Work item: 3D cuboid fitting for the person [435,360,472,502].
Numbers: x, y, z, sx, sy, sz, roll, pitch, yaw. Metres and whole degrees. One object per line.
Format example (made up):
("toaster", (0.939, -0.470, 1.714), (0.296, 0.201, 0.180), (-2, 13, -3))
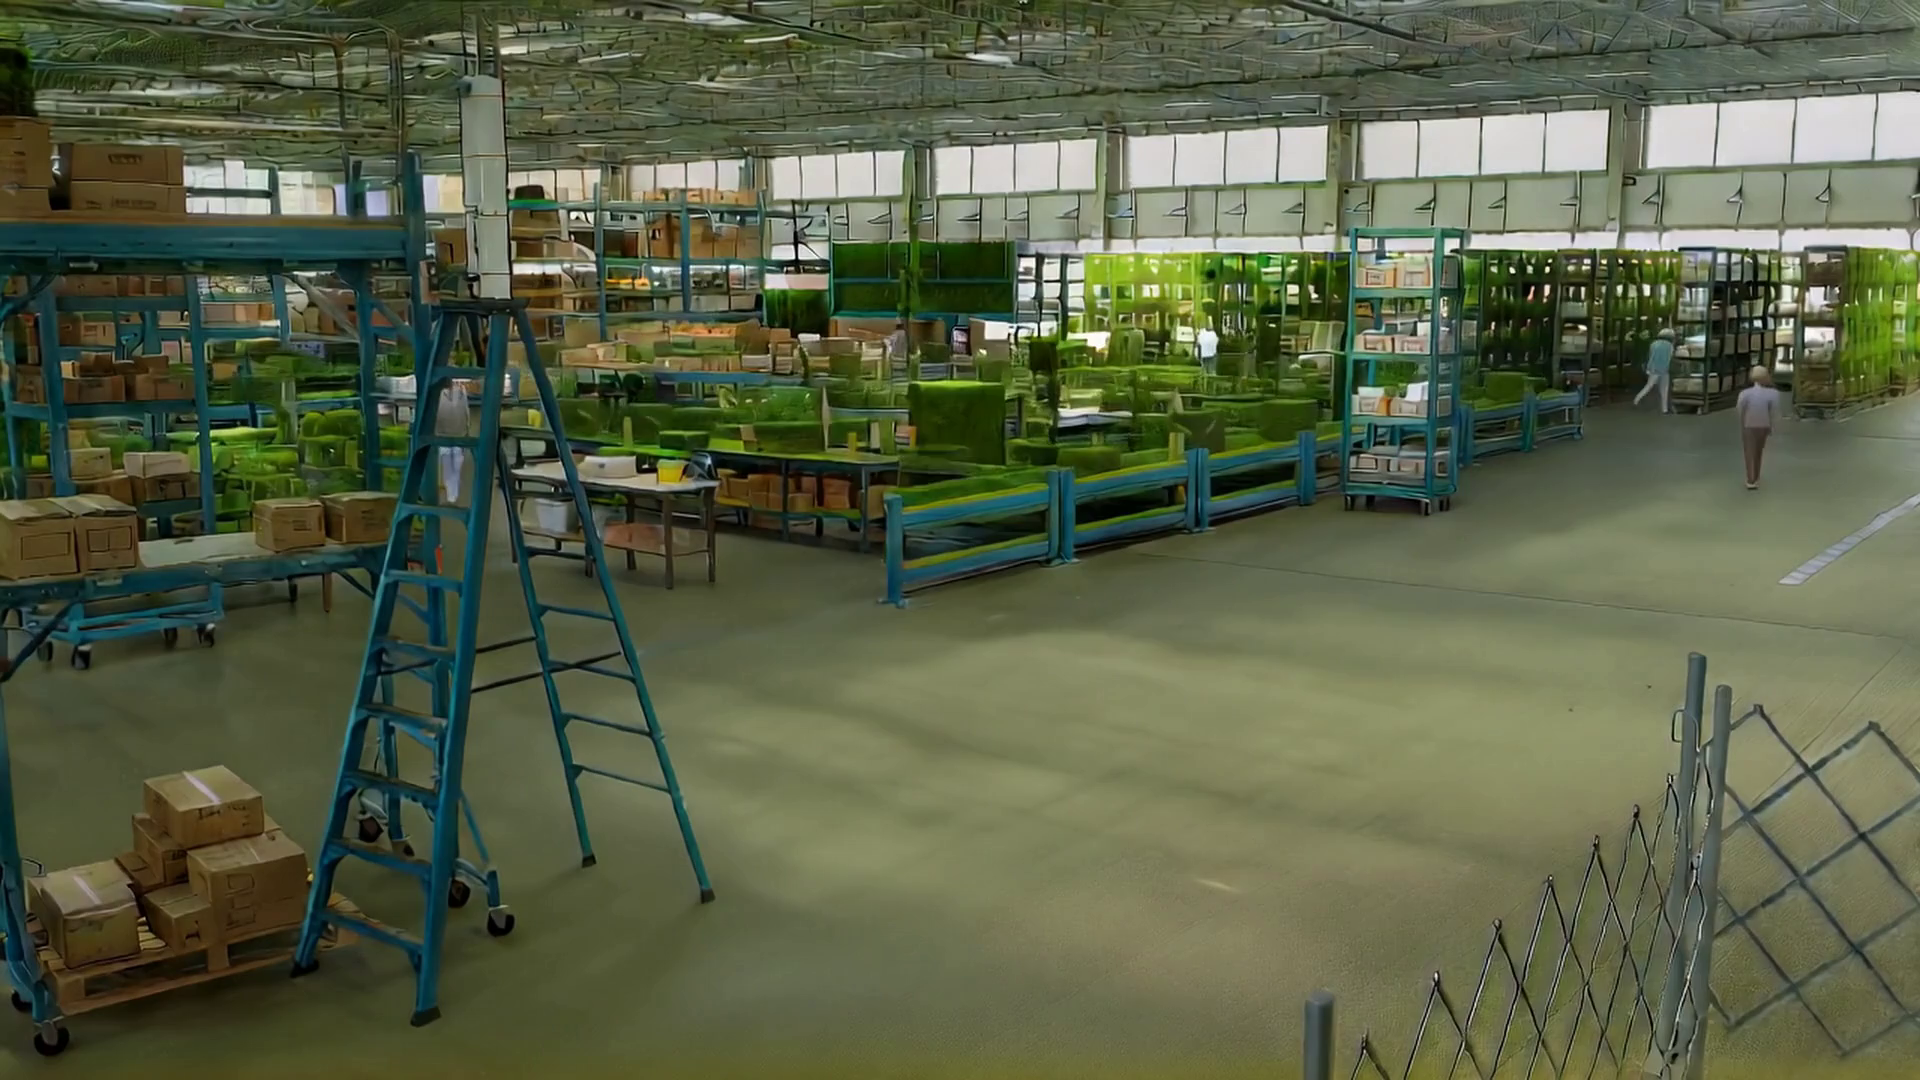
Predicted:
("person", (-6.810, -1.467, 22.162), (0.577, 1.921, 0.518), (-5, 10, -27))

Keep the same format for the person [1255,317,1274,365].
("person", (8.240, -5.104, 44.631), (0.624, 1.998, 0.996), (8, 12, 41))

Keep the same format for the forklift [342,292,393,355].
("forklift", (-16.485, -5.622, 45.120), (1.129, 2.768, 1.873), (7, 11, 37))

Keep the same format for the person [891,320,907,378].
("person", (-1.741, -4.933, 44.153), (0.757, 1.801, 0.610), (3, 9, 16))

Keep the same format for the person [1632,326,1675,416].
("person", (14.999, -3.668, 35.903), (0.643, 1.938, 0.988), (-3, 9, -16))

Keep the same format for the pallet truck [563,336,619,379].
("pallet truck", (-10.690, -5.294, 48.215), (1.601, 1.201, 0.680), (-5, 10, -26))

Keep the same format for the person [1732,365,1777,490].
("person", (11.211, -1.599, 23.536), (0.552, 1.733, 0.786), (1, 9, 9))

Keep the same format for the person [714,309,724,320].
("person", (-7.770, -6.514, 53.763), (0.710, 1.889, 0.655), (-7, 11, -37))

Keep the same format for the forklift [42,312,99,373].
("forklift", (-23.779, -5.451, 44.052), (1.873, 2.768, 1.129), (7, 11, 36))

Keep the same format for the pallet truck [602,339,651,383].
("pallet truck", (-8.991, -4.871, 45.351), (0.653, 1.274, 1.630), (7, 11, 37))

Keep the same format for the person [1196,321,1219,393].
("person", (6.227, -4.587, 41.875), (0.567, 1.846, 0.389), (-2, 9, -10))
